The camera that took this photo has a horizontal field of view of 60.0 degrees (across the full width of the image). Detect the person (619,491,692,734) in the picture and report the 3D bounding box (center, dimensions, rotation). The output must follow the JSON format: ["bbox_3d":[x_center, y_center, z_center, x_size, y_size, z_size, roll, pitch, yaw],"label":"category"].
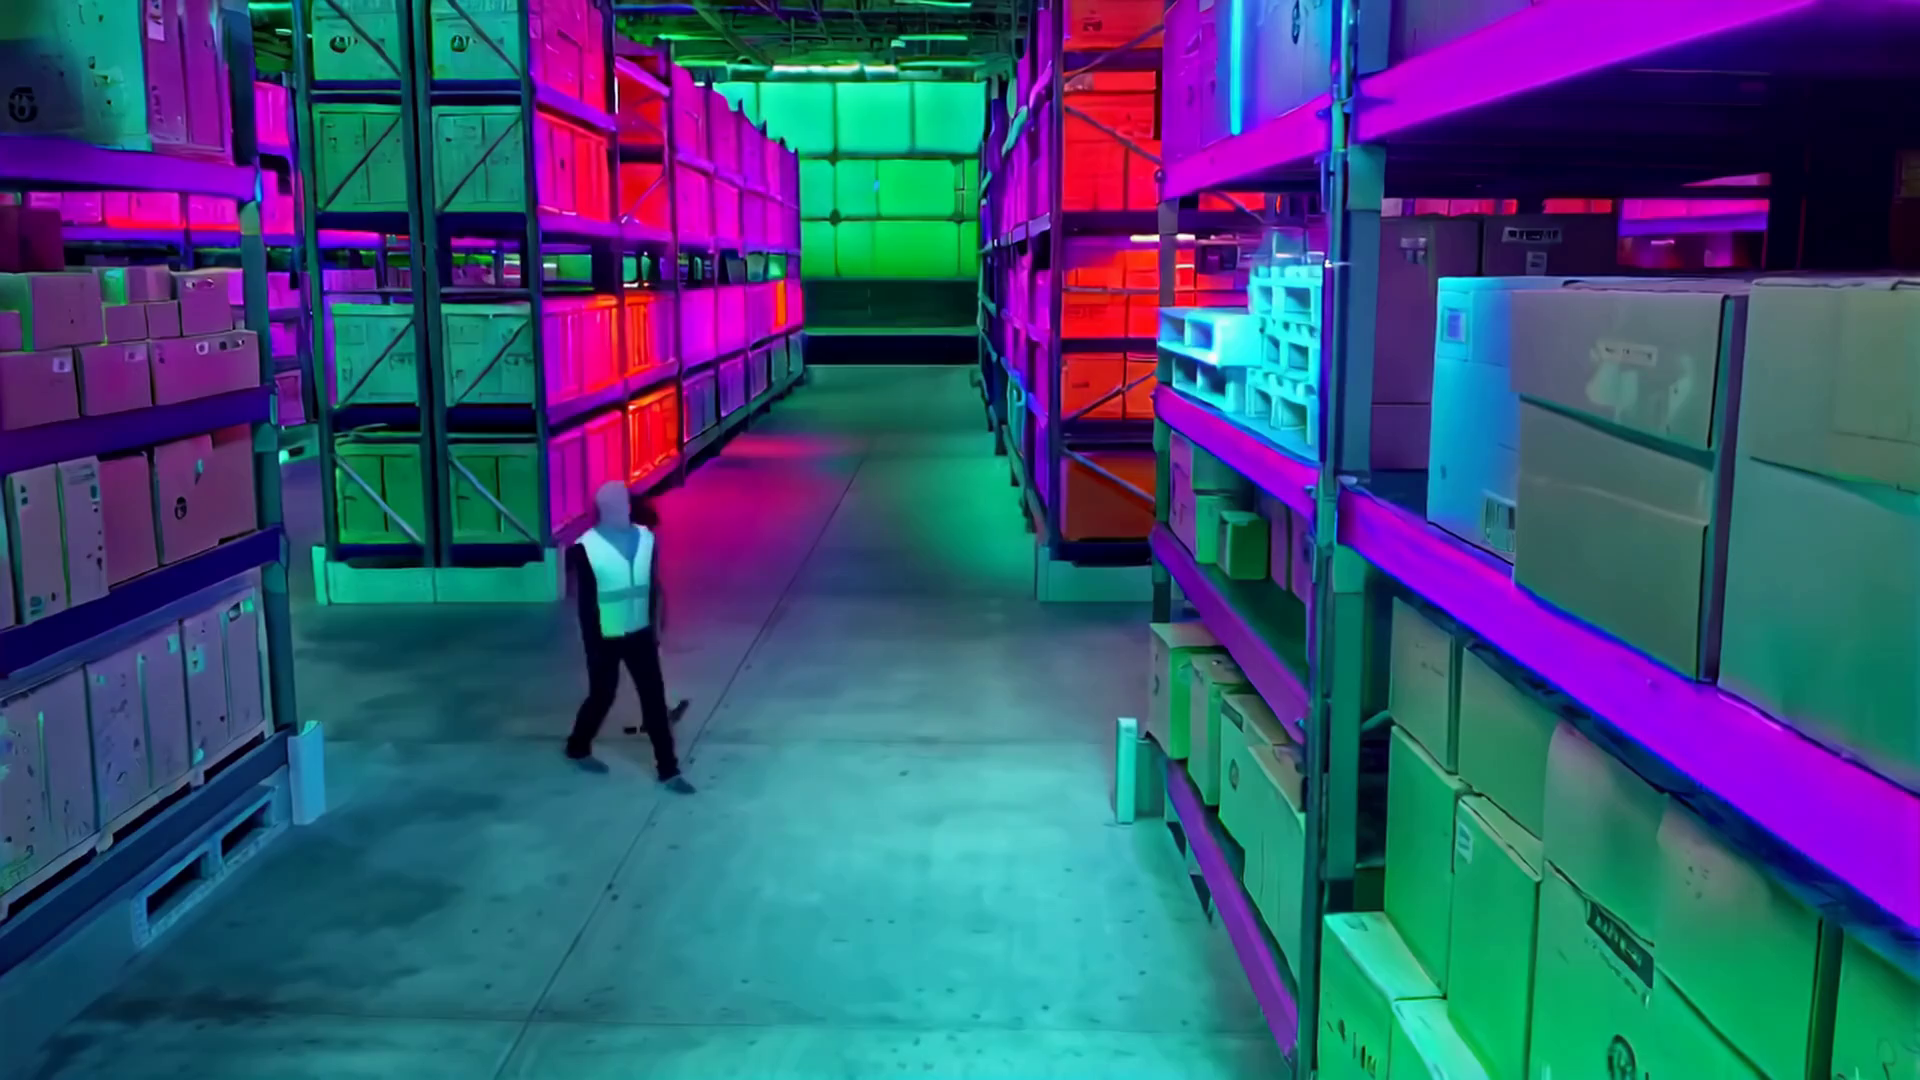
[{"bbox_3d":[-1.993,0.486,10.714,0.415,1.618,0.523,1,9,8],"label":"person"}]

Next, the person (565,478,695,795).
[{"bbox_3d":[-2.002,0.538,9.712,0.959,1.861,0.640,7,12,36],"label":"person"}]
